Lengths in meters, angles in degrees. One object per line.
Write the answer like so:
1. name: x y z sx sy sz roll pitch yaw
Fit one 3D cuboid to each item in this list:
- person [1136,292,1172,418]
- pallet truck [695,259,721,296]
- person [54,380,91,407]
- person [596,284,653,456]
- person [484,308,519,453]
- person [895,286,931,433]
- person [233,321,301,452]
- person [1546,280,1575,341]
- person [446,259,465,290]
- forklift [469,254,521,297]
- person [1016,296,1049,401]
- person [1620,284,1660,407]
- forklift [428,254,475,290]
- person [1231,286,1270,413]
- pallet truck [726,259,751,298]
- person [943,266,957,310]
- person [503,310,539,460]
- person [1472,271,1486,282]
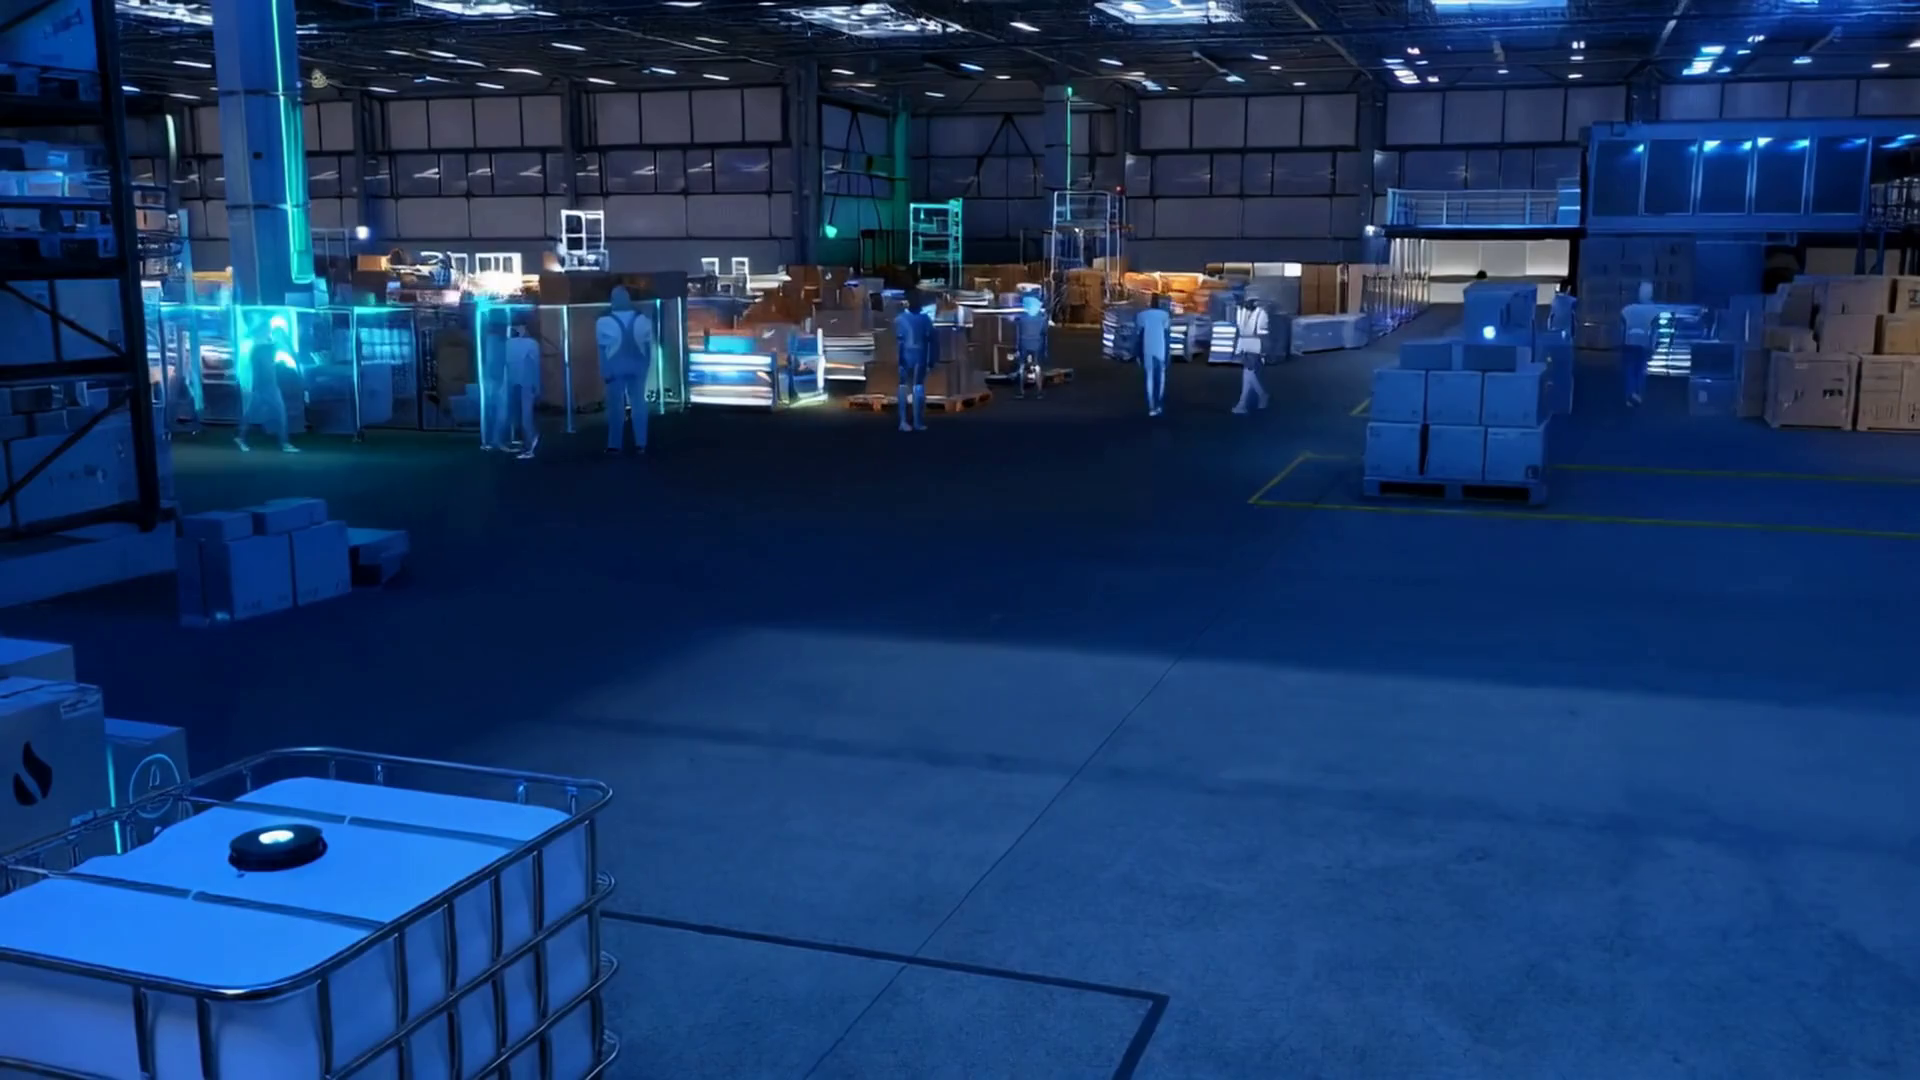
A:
1. person: 2.837 -2.704 24.305 0.531 1.810 0.994 1 10 7
2. pallet truck: -9.165 -9.627 62.776 0.823 1.965 1.885 4 11 23
3. person: -10.685 -2.028 19.982 0.376 1.997 0.612 -1 10 -3
4. person: -4.034 -2.028 19.859 0.682 2.000 0.537 -6 12 -30
5. person: -5.515 -1.914 20.054 0.520 1.750 0.527 -4 11 -21
6. person: -0.604 -2.398 22.195 0.385 1.958 0.598 9 14 42
7. person: -8.432 -1.838 20.056 0.796 1.604 0.514 2 10 11
8. person: 11.206 -3.924 31.063 0.503 1.862 0.328 1 10 5
9. person: -16.606 -8.221 54.777 0.602 2.035 0.406 0 10 3
10. forklift: -17.990 -10.121 64.684 1.157 1.987 2.680 3 11 17
11. person: 1.164 -3.069 26.718 0.537 1.693 0.319 1 10 4
12. person: 10.491 -2.998 25.703 0.613 1.900 0.443 9 13 41
13. forklift: -20.133 -10.254 65.465 1.157 1.987 2.680 3 11 19
14. person: 4.410 -2.880 25.088 0.910 1.909 0.560 -9 14 -42
15. pallet truck: -7.986 -9.493 62.019 0.823 1.965 1.885 3 11 17
16. person: -0.366 -9.848 64.279 0.402 1.906 0.652 -9 13 -41
17. person: -5.118 -1.809 19.428 0.552 1.748 0.359 6 12 31
18. person: 11.586 -5.035 37.129 0.399 1.928 0.542 4 11 22
